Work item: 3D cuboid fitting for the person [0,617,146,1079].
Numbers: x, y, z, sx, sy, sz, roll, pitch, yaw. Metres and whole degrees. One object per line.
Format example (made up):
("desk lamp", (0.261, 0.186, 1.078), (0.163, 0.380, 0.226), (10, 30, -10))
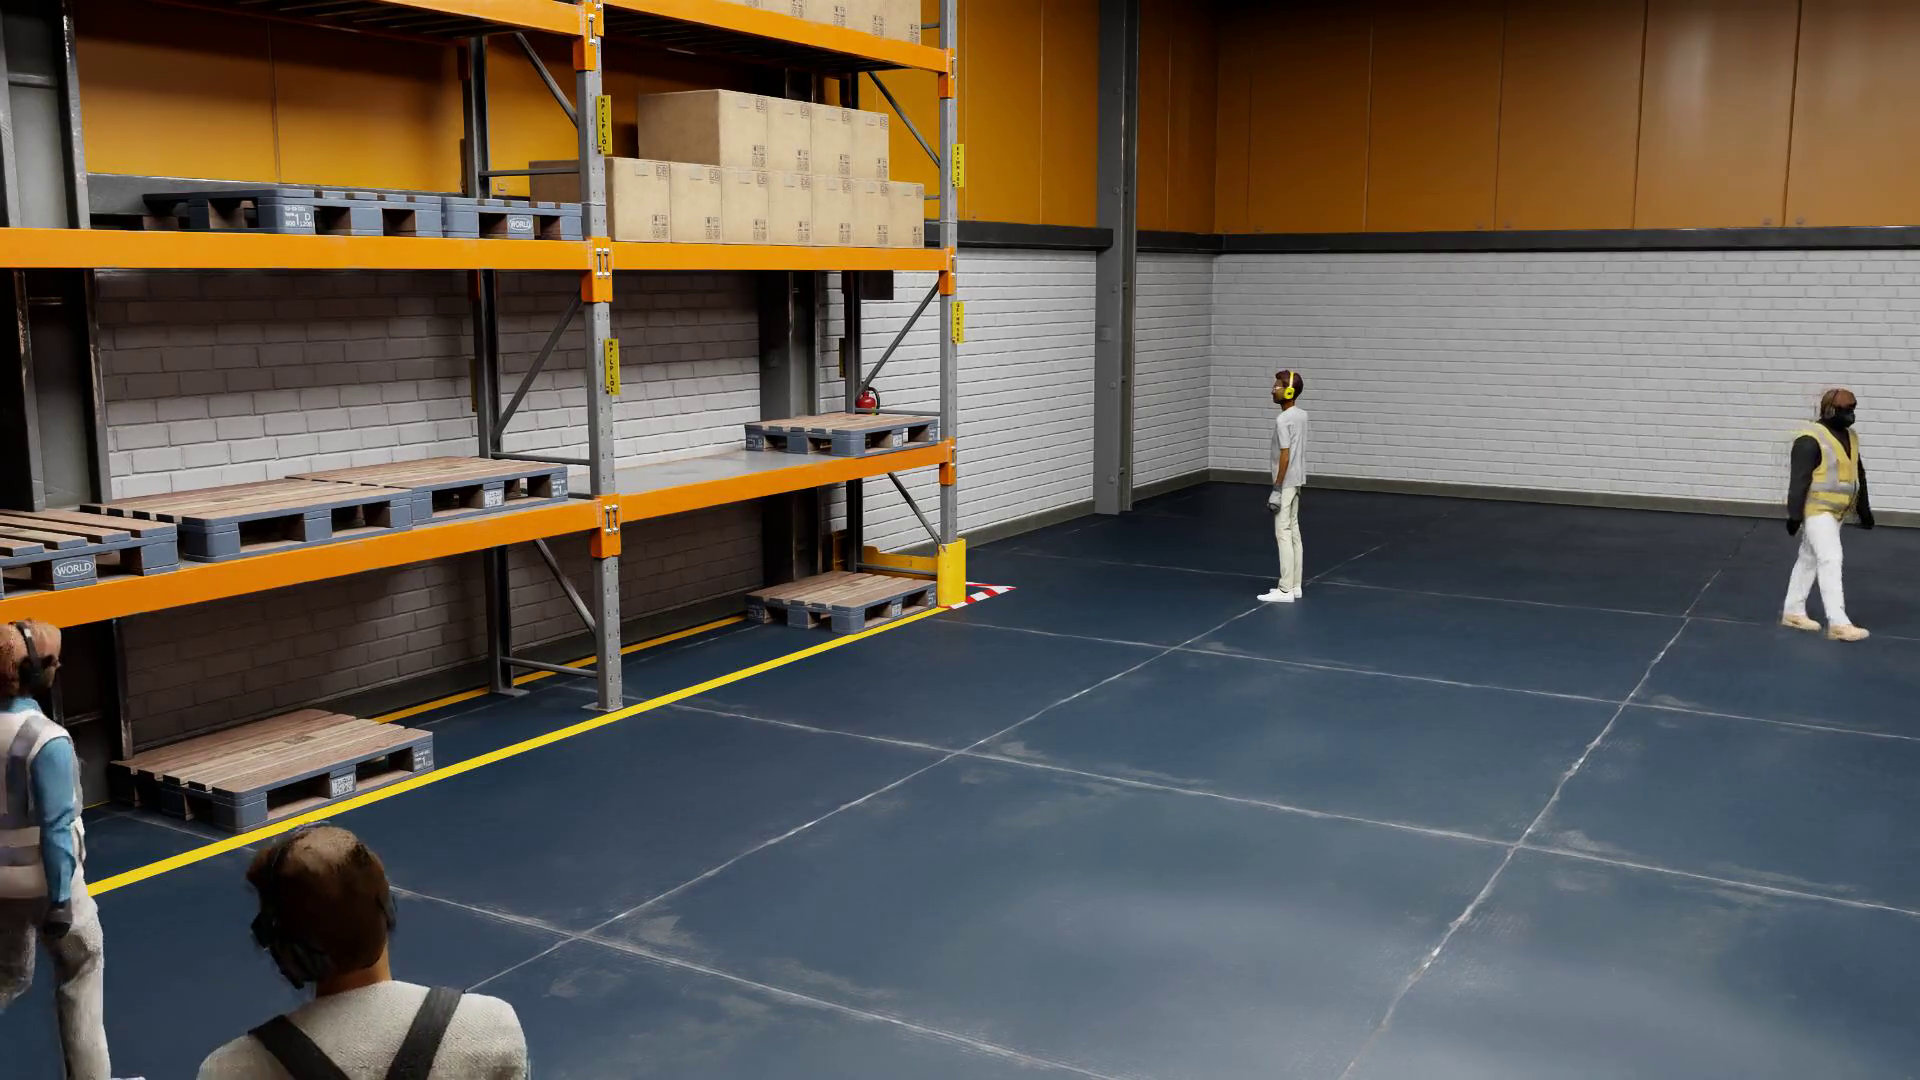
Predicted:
("person", (-2.886, 1.042, 5.038), (0.513, 1.615, 0.639), (4, 10, 26))

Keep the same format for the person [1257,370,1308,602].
("person", (2.622, -0.433, 13.440), (0.318, 1.876, 0.531), (5, 11, 30))

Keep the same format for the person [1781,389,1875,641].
("person", (6.404, -0.184, 12.109), (0.649, 1.808, 0.859), (-7, 11, -36))

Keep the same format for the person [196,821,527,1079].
("person", (-0.920, 1.340, 2.682), (0.537, 1.791, 0.964), (-4, 10, -26))
